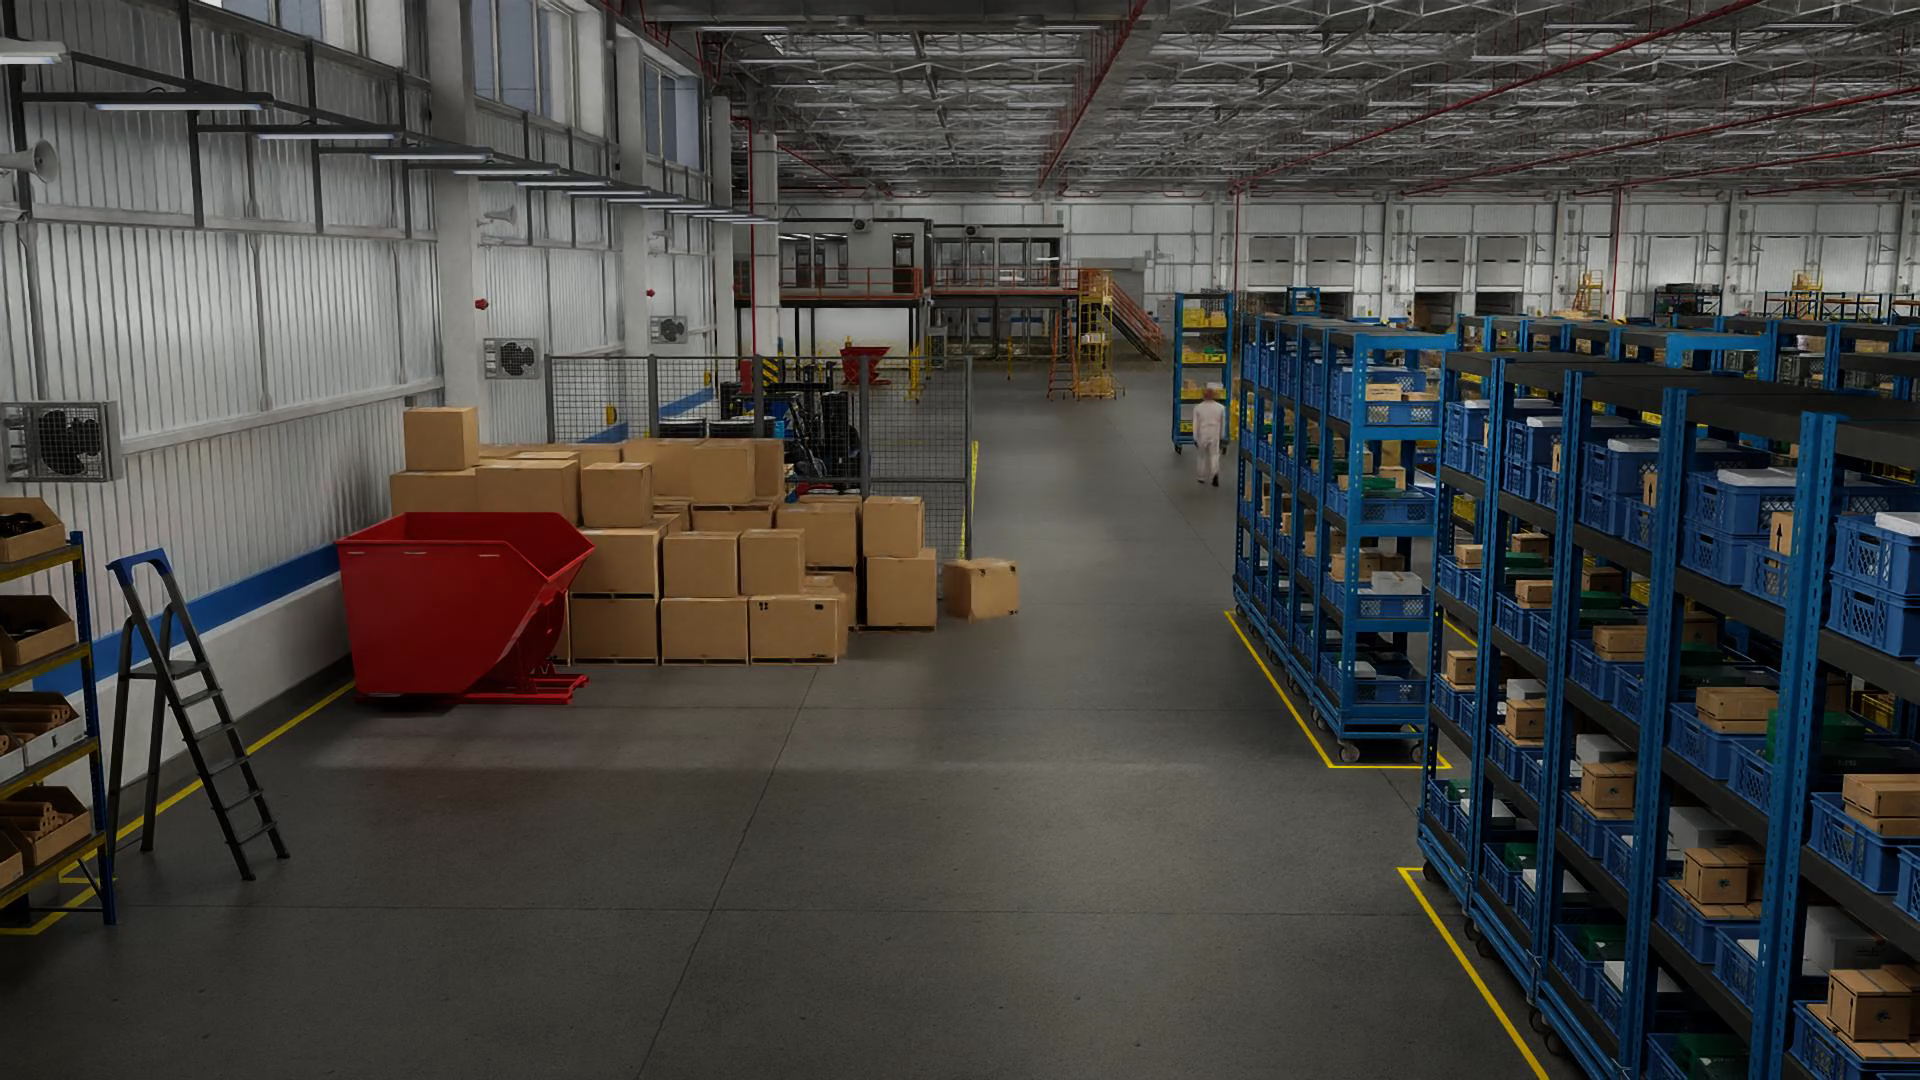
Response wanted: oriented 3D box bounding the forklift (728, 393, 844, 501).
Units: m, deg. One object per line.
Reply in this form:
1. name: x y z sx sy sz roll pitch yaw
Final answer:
1. forklift: -2.979 -1.316 26.476 2.680 1.987 1.157 0 9 1

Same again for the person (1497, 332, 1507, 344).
1. person: 20.738 -7.068 63.597 0.312 1.768 0.522 -4 10 -22

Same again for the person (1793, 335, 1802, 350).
1. person: 32.610 -7.368 65.093 0.898 1.867 0.744 7 12 37

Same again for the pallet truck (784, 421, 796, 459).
1. pallet truck: -4.013 -1.793 32.705 1.601 1.201 0.680 0 9 1

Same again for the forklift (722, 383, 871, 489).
1. forklift: -2.893 -1.687 28.729 2.680 1.987 1.157 0 9 -1

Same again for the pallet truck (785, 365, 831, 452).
1. pallet truck: -3.774 -2.976 37.635 1.885 1.965 0.823 1 9 5

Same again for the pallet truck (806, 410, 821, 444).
1. pallet truck: -3.559 -2.018 33.905 1.522 1.261 0.704 0 9 -1

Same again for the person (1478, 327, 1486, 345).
1. person: 25.853 -10.089 81.810 0.888 1.910 0.632 -3 10 -20

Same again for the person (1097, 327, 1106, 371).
1. person: 5.783 -7.780 67.791 0.349 1.838 0.501 -2 9 -12

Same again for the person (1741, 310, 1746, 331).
1. person: 43.951 -11.977 93.450 0.552 1.913 0.804 5 10 28

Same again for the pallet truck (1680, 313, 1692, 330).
1. pallet truck: 36.315 -10.531 84.244 0.823 1.965 1.885 -6 11 -33

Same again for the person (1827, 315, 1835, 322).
1. person: 43.288 -10.247 82.782 0.701 1.895 0.605 0 9 2

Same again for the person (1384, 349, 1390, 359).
1. person: 11.426 -4.221 45.204 0.443 2.029 0.637 0 9 2

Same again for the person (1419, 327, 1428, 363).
1. person: 18.027 -7.376 65.049 0.538 1.904 0.619 -3 10 -16

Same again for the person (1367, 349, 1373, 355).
1. person: 16.287 -7.538 65.894 0.375 1.959 0.600 -7 11 -36

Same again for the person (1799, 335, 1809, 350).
1. person: 33.214 -7.451 65.658 0.519 1.865 0.326 9 13 43

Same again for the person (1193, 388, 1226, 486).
1. person: 4.777 -1.983 31.894 0.642 1.878 0.845 0 9 1

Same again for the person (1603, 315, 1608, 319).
1. person: 33.338 -10.746 86.085 0.500 1.834 0.648 0 9 -3

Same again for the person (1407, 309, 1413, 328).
1. person: 25.588 -12.172 94.618 0.399 1.918 0.588 5 11 29

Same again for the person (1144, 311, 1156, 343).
1. person: 10.807 -12.125 94.688 0.663 1.802 0.453 1 9 5

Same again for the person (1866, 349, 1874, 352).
1. person: 27.136 -4.819 49.663 0.594 1.792 0.912 2 9 11

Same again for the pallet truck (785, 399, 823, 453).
1. pallet truck: -3.814 -2.432 36.419 1.630 1.274 0.653 0 9 1

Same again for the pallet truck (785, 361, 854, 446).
1. pallet truck: -3.410 -3.193 38.978 1.885 1.965 0.823 0 9 -1

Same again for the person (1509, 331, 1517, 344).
1. person: 26.898 -9.886 80.735 0.592 1.848 0.546 -7 11 -35
